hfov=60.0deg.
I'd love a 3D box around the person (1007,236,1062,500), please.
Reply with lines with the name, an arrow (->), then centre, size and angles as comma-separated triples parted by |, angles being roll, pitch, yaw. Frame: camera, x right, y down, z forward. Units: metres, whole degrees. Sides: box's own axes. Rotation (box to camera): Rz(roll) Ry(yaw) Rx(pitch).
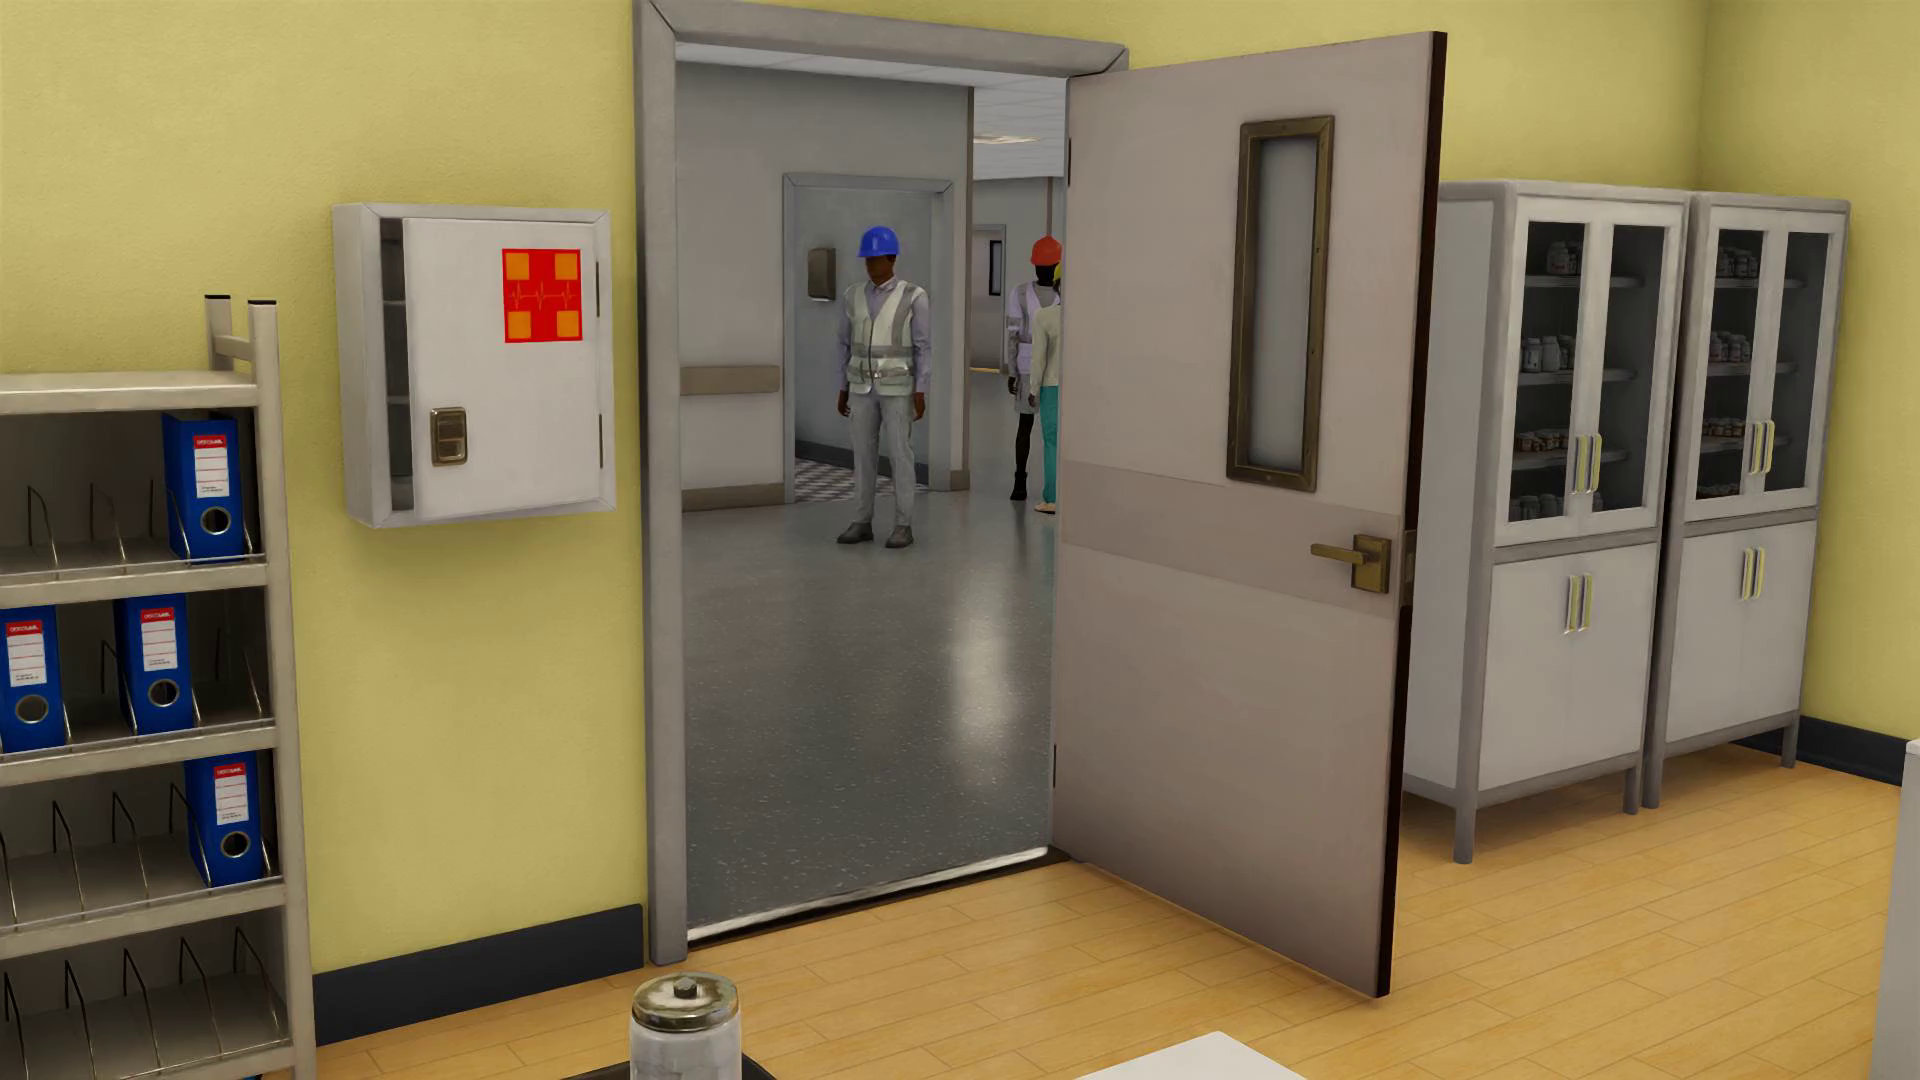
person -> 0.612, -1.240, 12.164 | 0.542, 1.929, 0.374 | 1, 10, 0

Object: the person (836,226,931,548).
person -> -0.478, -0.920, 10.108 | 0.622, 1.944, 0.407 | 5, 10, 24
